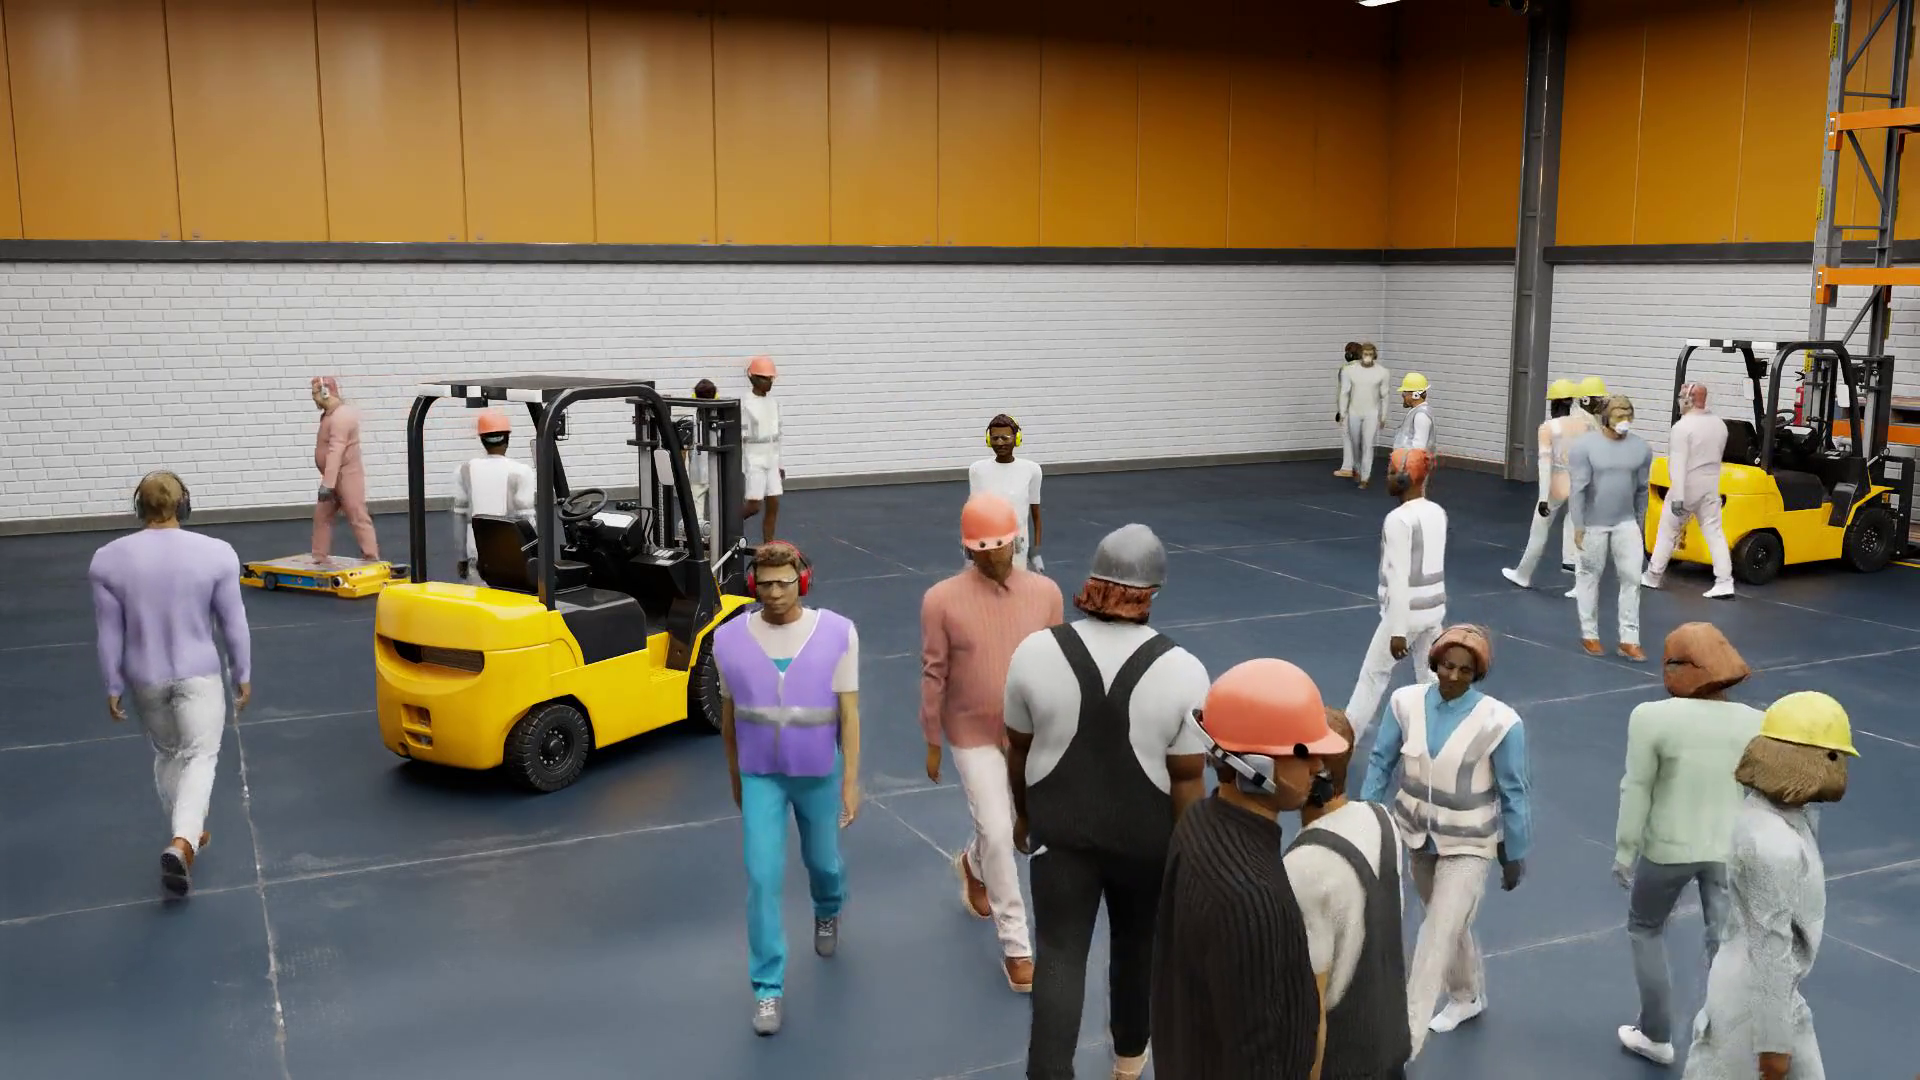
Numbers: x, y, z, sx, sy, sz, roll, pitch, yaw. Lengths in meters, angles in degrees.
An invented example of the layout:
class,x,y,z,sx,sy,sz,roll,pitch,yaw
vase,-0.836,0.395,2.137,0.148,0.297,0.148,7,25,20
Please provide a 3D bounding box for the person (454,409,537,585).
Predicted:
class,x,y,z,sx,sy,sz,roll,pitch,yaw
person,-3.110,0.080,11.094,0.592,1.891,0.941,0,9,2

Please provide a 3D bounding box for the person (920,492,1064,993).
class,x,y,z,sx,sy,sz,roll,pitch,yaw
person,0.130,0.745,6.774,0.626,1.948,0.990,-3,10,-19

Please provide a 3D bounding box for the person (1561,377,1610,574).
class,x,y,z,sx,sy,sz,roll,pitch,yaw
person,5.806,-0.599,15.444,0.404,1.829,0.600,6,11,32

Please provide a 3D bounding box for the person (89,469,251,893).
class,x,y,z,sx,sy,sz,roll,pitch,yaw
person,-3.593,0.633,7.597,0.638,1.910,0.890,-2,9,-13

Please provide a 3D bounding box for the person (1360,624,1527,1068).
class,x,y,z,sx,sy,sz,roll,pitch,yaw
person,1.673,1.073,5.833,0.894,1.578,0.533,-8,12,-40

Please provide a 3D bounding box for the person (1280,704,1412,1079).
class,x,y,z,sx,sy,sz,roll,pitch,yaw
person,0.849,1.248,4.126,0.543,1.783,0.984,-8,12,-42

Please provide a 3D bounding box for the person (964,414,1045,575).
class,x,y,z,sx,sy,sz,roll,pitch,yaw
person,0.294,0.093,11.042,0.537,1.867,0.314,1,9,6

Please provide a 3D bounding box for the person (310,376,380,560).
class,x,y,z,sx,sy,sz,roll,pitch,yaw
person,-5.648,-0.522,14.865,0.888,1.855,0.661,-5,11,-30

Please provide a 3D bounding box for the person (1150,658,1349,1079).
class,x,y,z,sx,sy,sz,roll,pitch,yaw
person,0.609,1.229,3.604,0.396,1.992,0.622,0,9,-2

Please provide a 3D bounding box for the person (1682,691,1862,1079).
class,x,y,z,sx,sy,sz,roll,pitch,yaw
person,2.080,1.230,4.527,0.856,1.697,0.491,5,10,27

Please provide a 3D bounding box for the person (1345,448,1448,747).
class,x,y,z,sx,sy,sz,roll,pitch,yaw
person,2.363,0.412,9.127,0.954,1.839,0.608,9,13,44

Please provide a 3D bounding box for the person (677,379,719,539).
class,x,y,z,sx,sy,sz,roll,pitch,yaw
person,-2.242,-0.489,14.696,0.533,1.860,0.334,-3,10,-16

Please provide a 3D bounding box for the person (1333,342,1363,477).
class,x,y,z,sx,sy,sz,roll,pitch,yaw
person,5.363,-1.786,22.780,0.619,1.845,0.430,-8,12,-39

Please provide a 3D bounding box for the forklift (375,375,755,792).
class,x,y,z,sx,sy,sz,roll,pitch,yaw
forklift,-2.268,0.149,9.685,1.214,2.155,2.313,6,11,32

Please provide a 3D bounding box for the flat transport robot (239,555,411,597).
class,x,y,z,sx,sy,sz,roll,pitch,yaw
flat transport robot,-5.614,0.300,14.698,1.431,0.197,0.652,5,10,26

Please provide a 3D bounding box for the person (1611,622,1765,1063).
class,x,y,z,sx,sy,sz,roll,pitch,yaw
person,2.536,1.077,5.709,0.588,1.616,0.541,2,9,10

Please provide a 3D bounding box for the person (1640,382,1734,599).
class,x,y,z,sx,sy,sz,roll,pitch,yaw
person,6.315,-0.432,14.356,0.652,1.853,1.018,-4,10,-24

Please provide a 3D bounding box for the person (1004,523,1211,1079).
class,x,y,z,sx,sy,sz,roll,pitch,yaw
person,0.468,0.915,5.410,0.685,2.000,0.978,2,9,10

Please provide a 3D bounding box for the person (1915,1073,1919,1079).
class,x,y,z,sx,sy,sz,roll,pitch,yaw
person,2.314,1.242,3.663,0.406,1.945,0.613,0,9,-2

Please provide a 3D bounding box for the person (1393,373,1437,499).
class,x,y,z,sx,sy,sz,roll,pitch,yaw
person,4.414,-0.711,16.171,0.403,1.826,0.591,2,9,11

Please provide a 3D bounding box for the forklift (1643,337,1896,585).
class,x,y,z,sx,sy,sz,roll,pitch,yaw
forklift,7.551,-0.789,15.507,2.313,2.155,1.214,-4,10,-25

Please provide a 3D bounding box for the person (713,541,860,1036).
class,x,y,z,sx,sy,sz,roll,pitch,yaw
person,-0.654,0.873,6.402,0.559,1.812,0.870,0,9,-1

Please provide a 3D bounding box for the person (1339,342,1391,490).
class,x,y,z,sx,sy,sz,roll,pitch,yaw
person,5.287,-1.642,21.706,0.624,1.911,0.928,4,10,22

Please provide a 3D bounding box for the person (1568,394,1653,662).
class,x,y,z,sx,sy,sz,roll,pitch,yaw
person,4.681,-0.074,11.912,0.638,1.917,0.716,0,9,0

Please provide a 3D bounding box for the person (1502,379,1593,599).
class,x,y,z,sx,sy,sz,roll,pitch,yaw
person,5.167,-0.448,14.379,0.614,1.868,1.007,-4,10,-22

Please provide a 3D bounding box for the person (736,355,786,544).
class,x,y,z,sx,sy,sz,roll,pitch,yaw
person,-1.959,-0.752,15.809,0.663,2.023,0.612,7,12,38
